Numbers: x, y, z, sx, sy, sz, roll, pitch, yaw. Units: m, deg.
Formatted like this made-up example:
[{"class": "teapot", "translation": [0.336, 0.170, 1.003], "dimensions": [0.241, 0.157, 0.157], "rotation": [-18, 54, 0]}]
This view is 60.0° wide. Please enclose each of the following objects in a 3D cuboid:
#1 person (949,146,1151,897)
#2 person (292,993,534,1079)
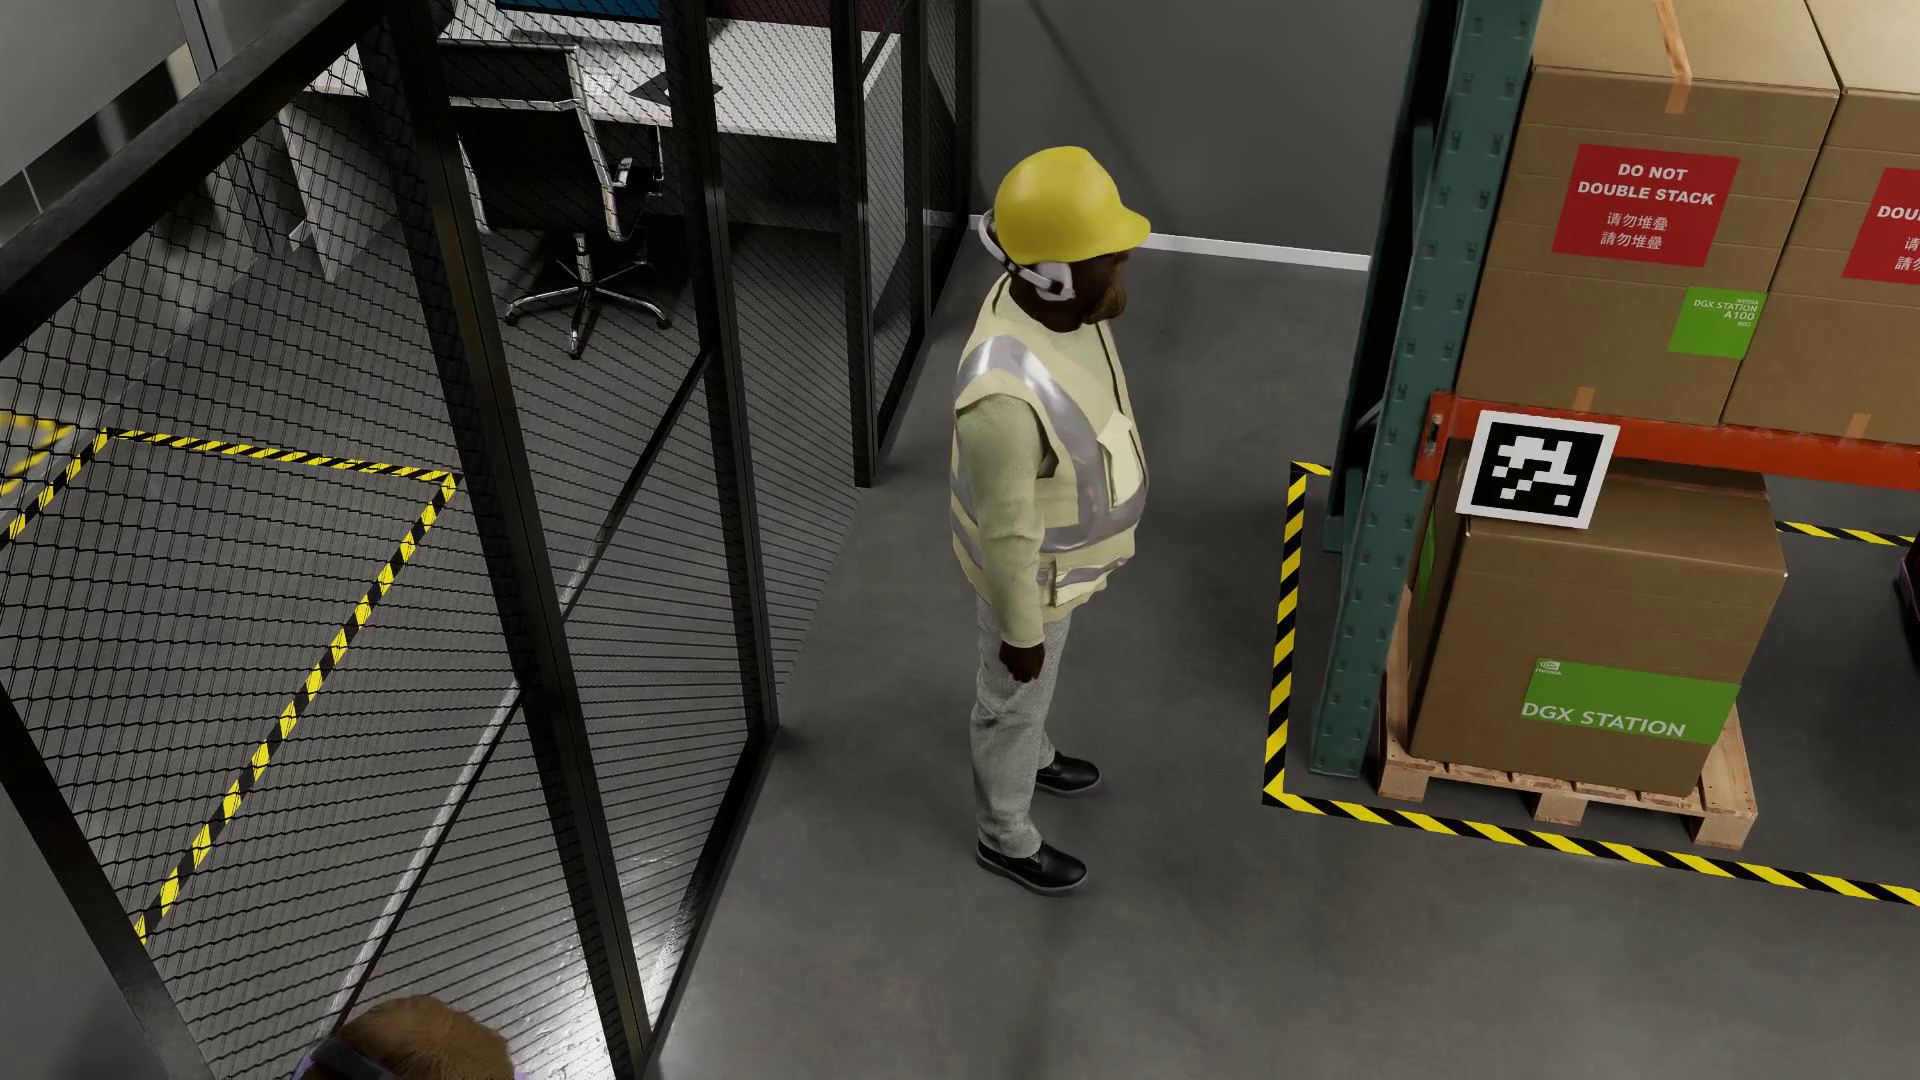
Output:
[{"class": "person", "translation": [0.188, 0.009, 3.564], "dimensions": [0.403, 1.837, 0.588], "rotation": [8, 42, 9]}, {"class": "person", "translation": [-0.514, 1.160, 2.167], "dimensions": [0.627, 1.934, 0.376], "rotation": [20, 45, 22]}]
